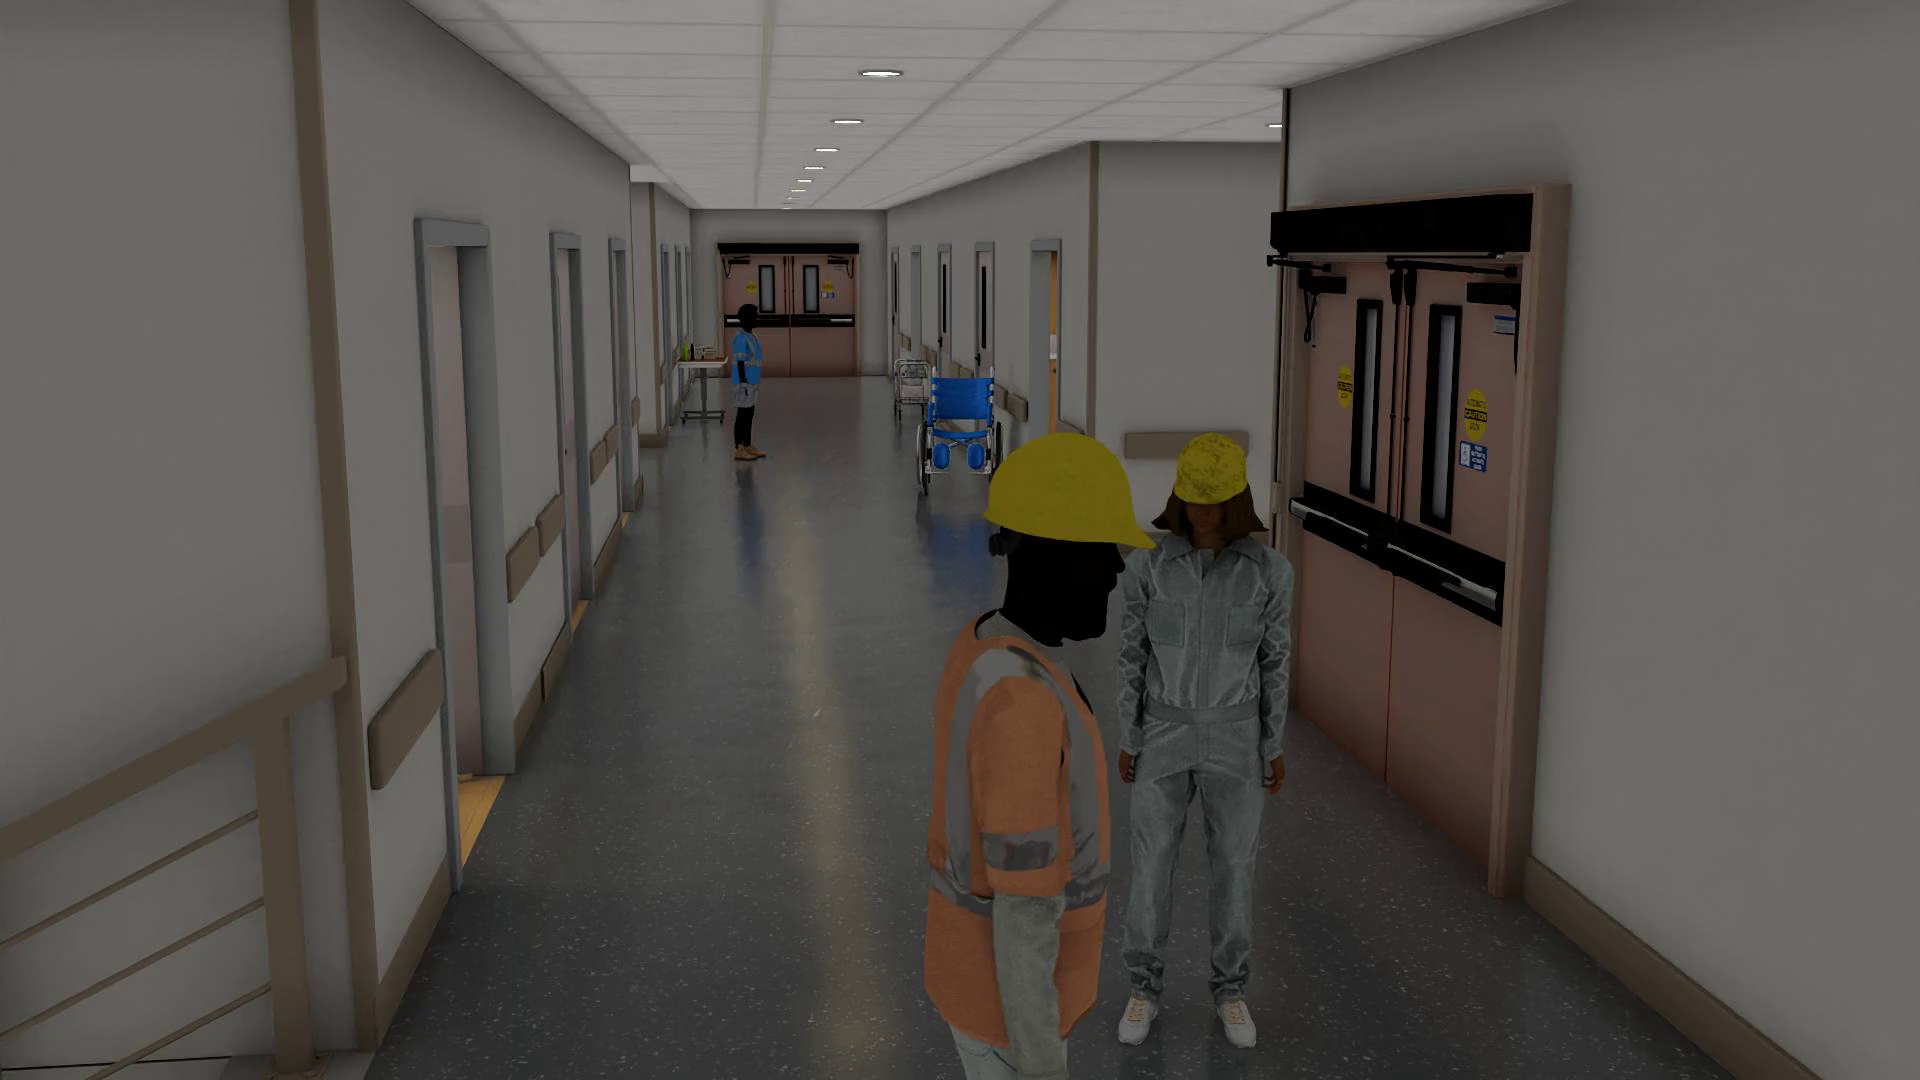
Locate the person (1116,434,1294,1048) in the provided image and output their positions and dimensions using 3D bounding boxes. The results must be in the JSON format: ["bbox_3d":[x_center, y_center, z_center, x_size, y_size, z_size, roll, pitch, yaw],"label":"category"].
[{"bbox_3d":[0.674,0.566,4.632,0.483,1.736,0.311,1,10,6],"label":"person"}]

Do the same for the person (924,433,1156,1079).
[{"bbox_3d":[0.134,0.768,2.929,0.394,1.918,0.585,0,10,0],"label":"person"}]

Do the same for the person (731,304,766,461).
[{"bbox_3d":[-2.303,-1.709,18.008,0.319,1.694,0.535,2,10,11],"label":"person"}]
